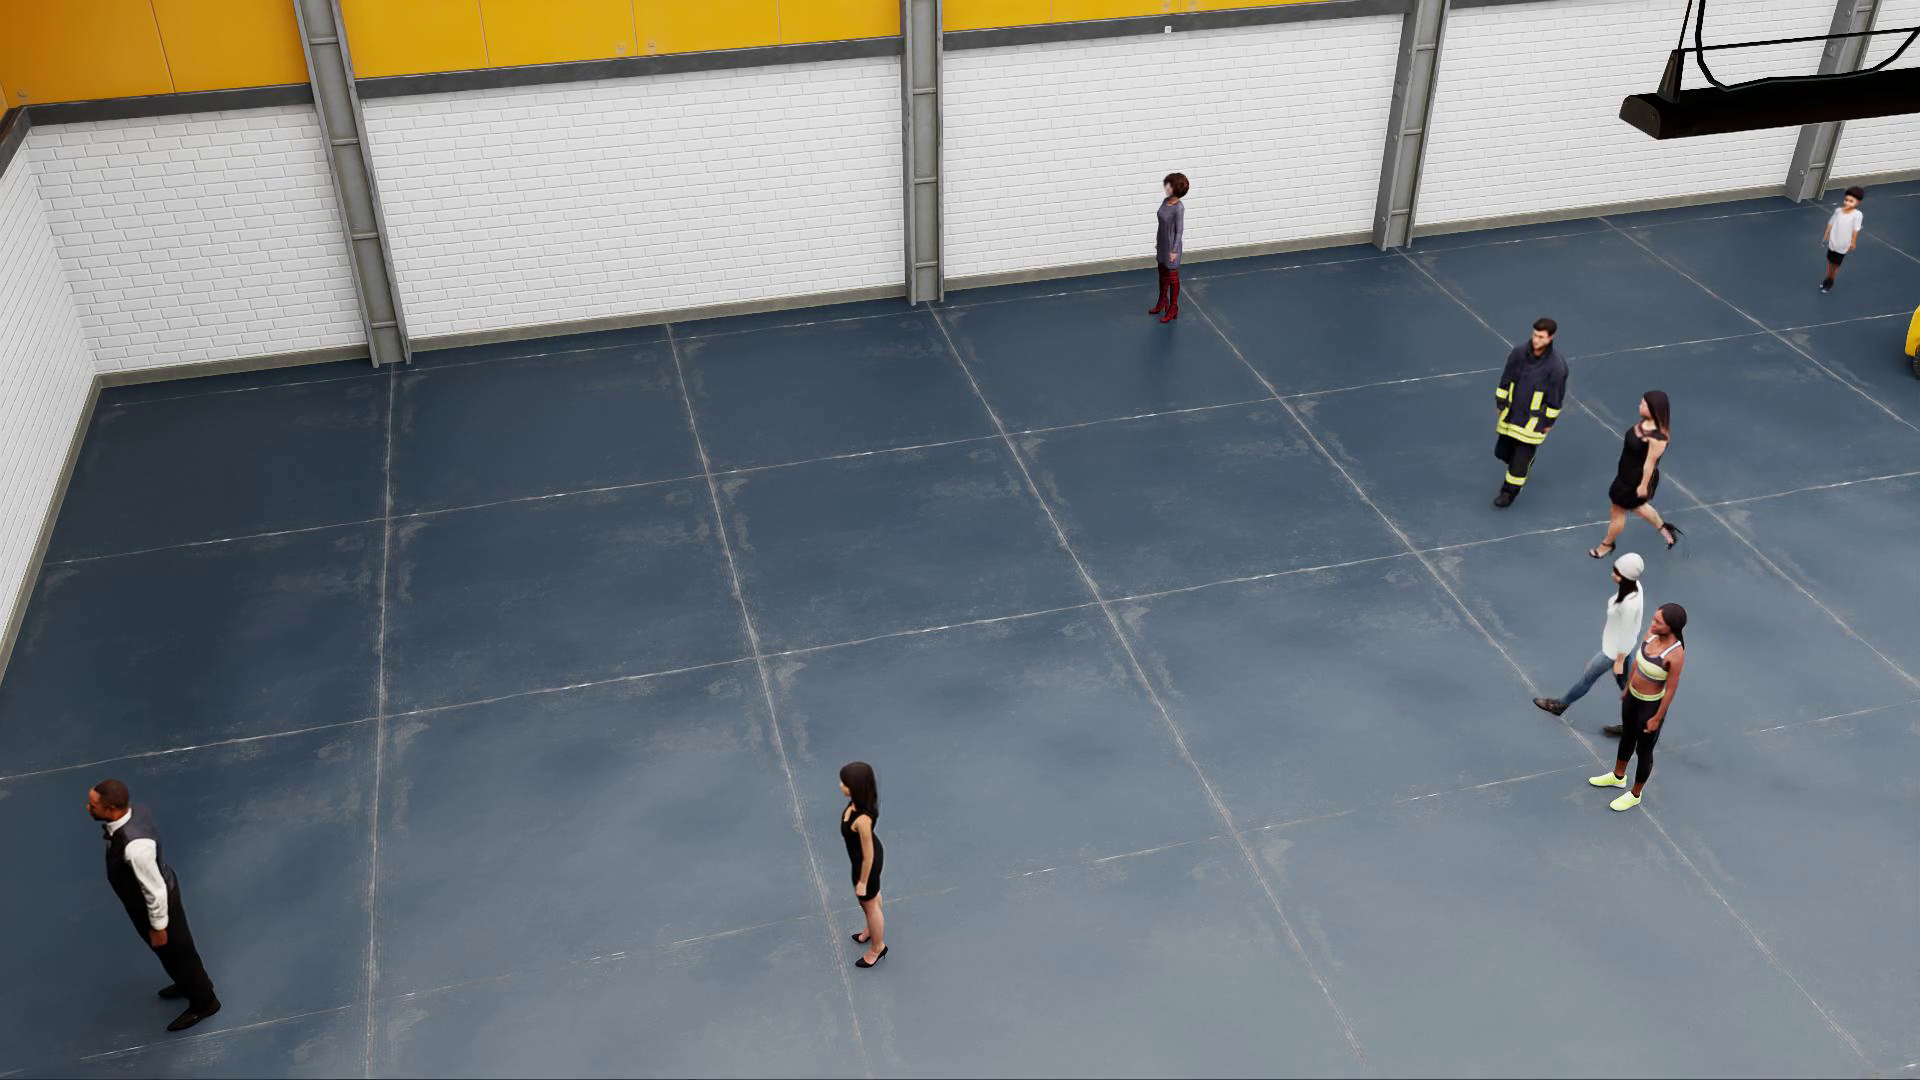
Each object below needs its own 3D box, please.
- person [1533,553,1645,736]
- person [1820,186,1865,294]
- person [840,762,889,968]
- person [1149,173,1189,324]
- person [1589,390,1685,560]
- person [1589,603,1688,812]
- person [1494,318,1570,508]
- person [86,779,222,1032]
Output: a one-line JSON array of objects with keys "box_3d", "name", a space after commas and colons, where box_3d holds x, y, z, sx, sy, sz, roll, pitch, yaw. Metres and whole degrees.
[{"box_3d": [5.029, 0.823, 12.519, 1.113, 1.610, 1.009, 15, 36, 21], "name": "person"}, {"box_3d": [10.303, -3.533, 19.398, 0.675, 1.250, 0.609, -23, 40, -31], "name": "person"}, {"box_3d": [-0.599, 2.062, 10.621, 0.544, 1.648, 0.612, -2, 34, -3], "name": "person"}, {"box_3d": [2.349, -3.283, 18.605, 0.556, 1.712, 0.601, -12, 36, -18], "name": "person"}, {"box_3d": [5.980, -0.515, 14.458, 1.091, 1.693, 0.937, 8, 34, 12], "name": "person"}, {"box_3d": [4.910, 1.167, 11.872, 0.508, 1.754, 0.563, -7, 34, -10], "name": "person"}, {"box_3d": [5.260, -1.212, 15.307, 1.081, 1.915, 1.014, -28, 43, -36], "name": "person"}, {"box_3d": [-4.924, 2.202, 10.168, 0.679, 1.917, 0.757, -18, 38, -25], "name": "person"}]
